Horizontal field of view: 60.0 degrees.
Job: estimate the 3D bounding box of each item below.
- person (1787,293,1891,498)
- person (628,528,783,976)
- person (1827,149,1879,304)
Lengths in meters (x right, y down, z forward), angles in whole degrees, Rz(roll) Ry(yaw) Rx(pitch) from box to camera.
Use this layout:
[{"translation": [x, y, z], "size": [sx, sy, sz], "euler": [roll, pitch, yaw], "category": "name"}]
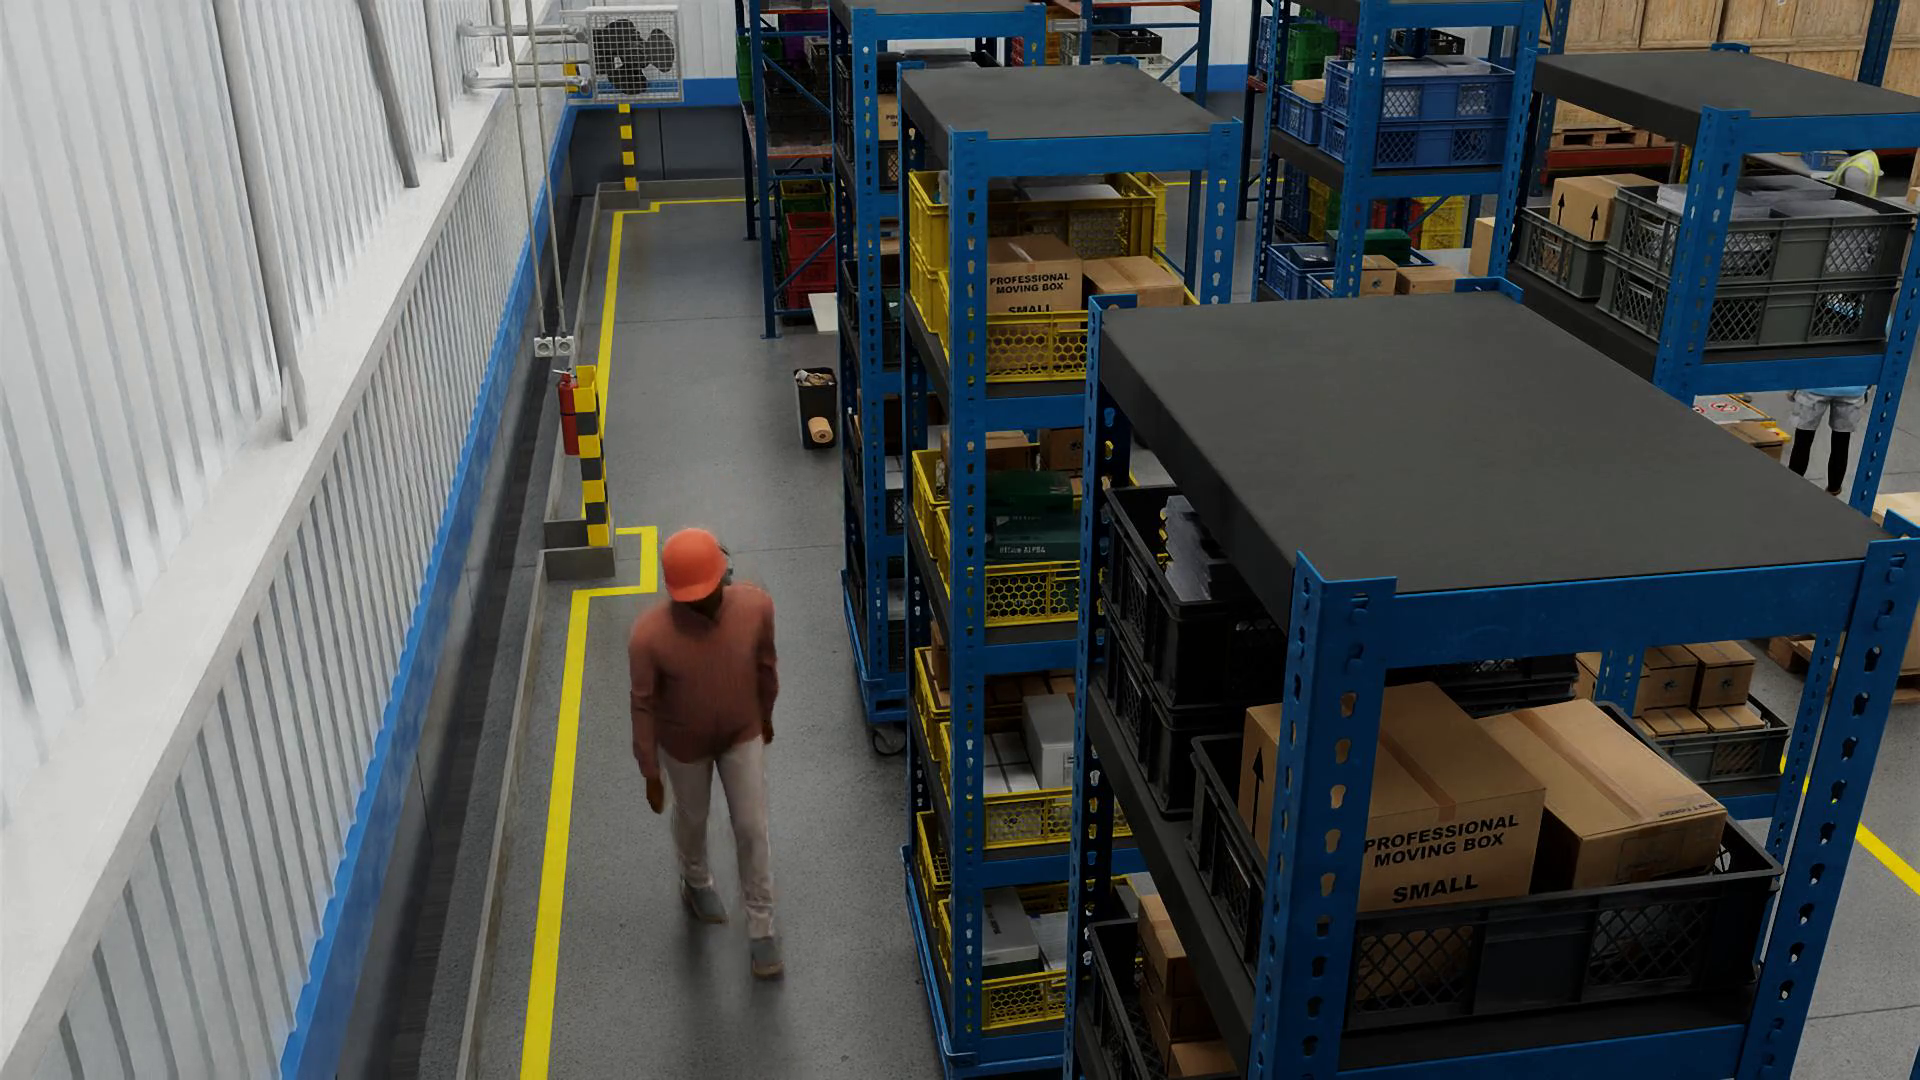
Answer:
[{"translation": [5.609, -0.982, 10.703], "size": [0.535, 1.699, 0.318], "euler": [5, 25, 11], "category": "person"}, {"translation": [-0.974, 0.799, 6.539], "size": [0.641, 1.936, 0.915], "euler": [-10, 27, -21], "category": "person"}, {"translation": [7.476, -2.636, 14.131], "size": [0.430, 1.844, 0.623], "euler": [14, 28, 28], "category": "person"}]
